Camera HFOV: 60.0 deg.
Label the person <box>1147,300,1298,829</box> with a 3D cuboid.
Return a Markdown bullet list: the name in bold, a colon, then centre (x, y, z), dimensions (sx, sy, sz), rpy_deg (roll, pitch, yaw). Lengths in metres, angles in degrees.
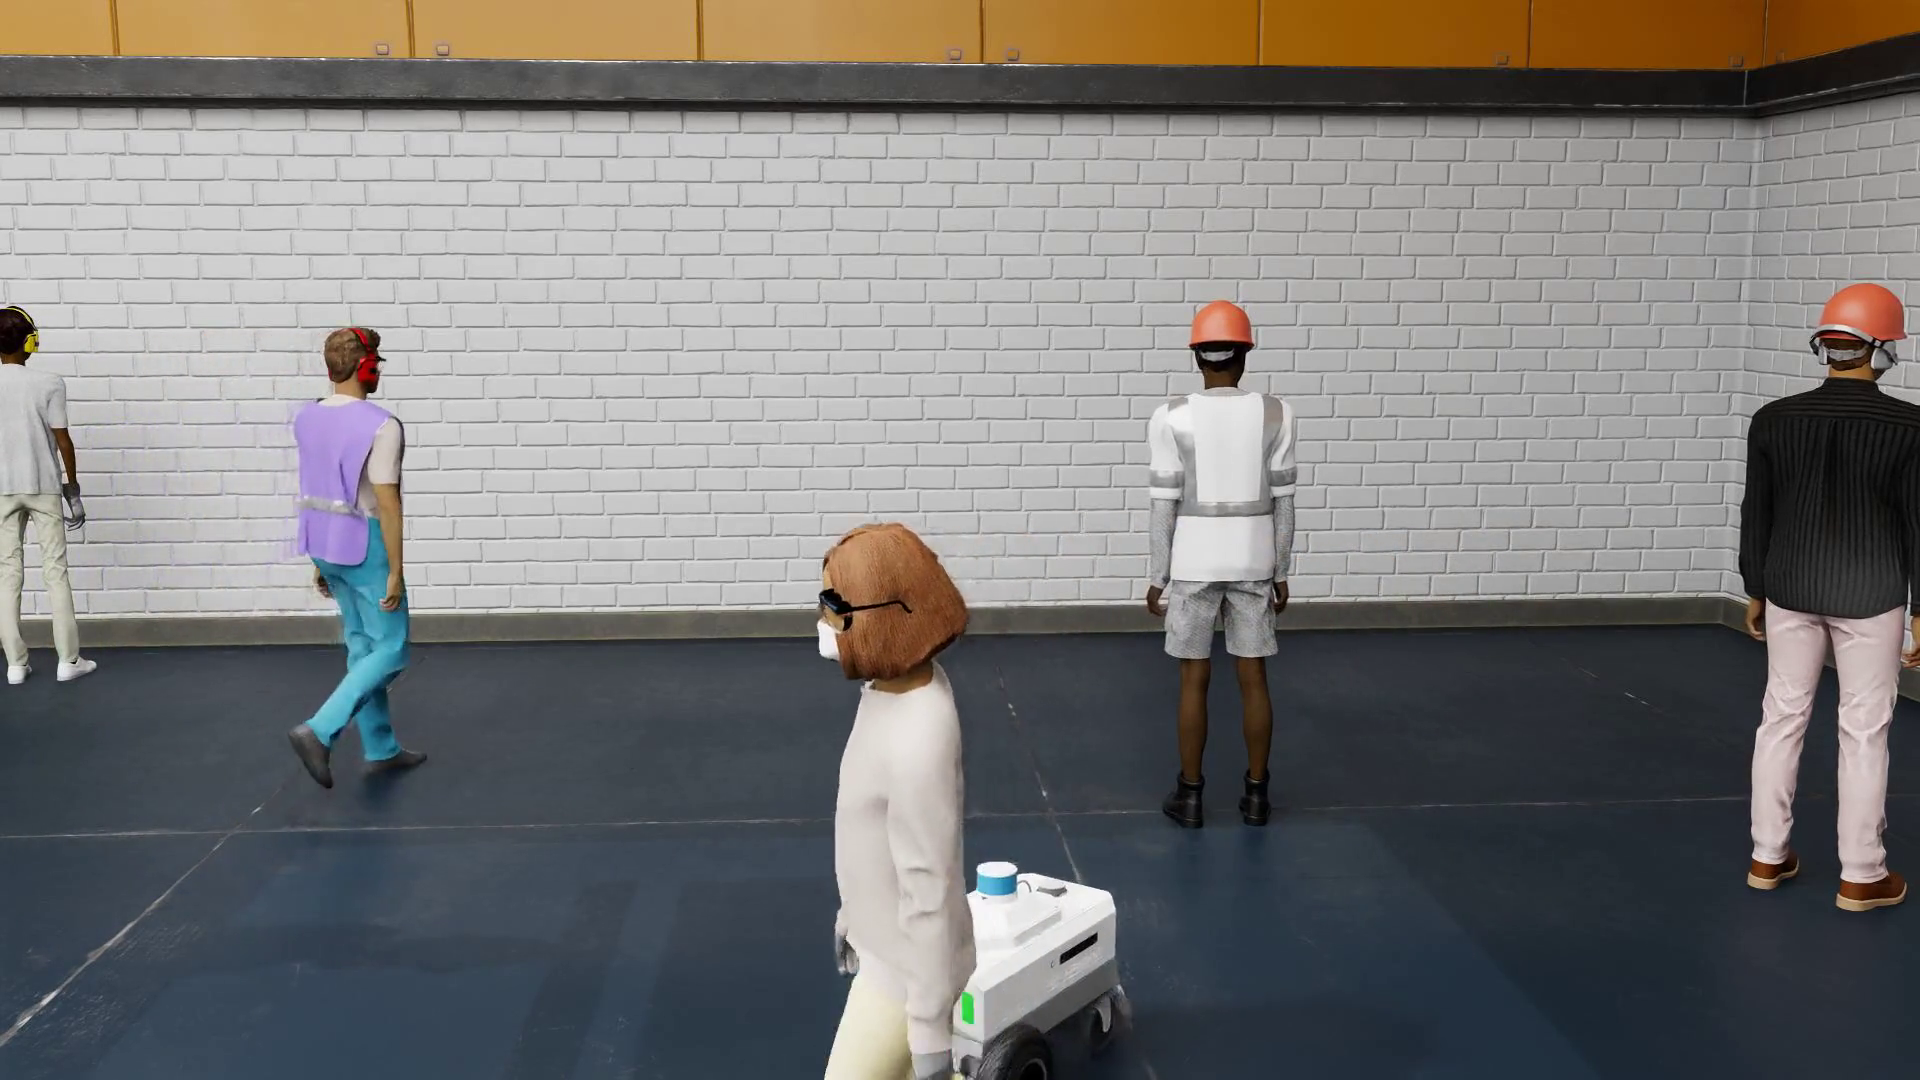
- **person**: centre (0.947, 0.097, 6.097), dimensions (0.542, 1.930, 0.375), rpy_deg (0, 9, -2)

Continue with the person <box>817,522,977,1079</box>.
- **person**: centre (-0.032, 0.754, 2.966), dimensions (0.698, 1.605, 0.505), rpy_deg (0, 9, -2)

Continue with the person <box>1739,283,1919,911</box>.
- **person**: centre (2.822, 0.184, 5.347), dimensions (0.377, 1.995, 0.608), rpy_deg (-8, 12, -42)

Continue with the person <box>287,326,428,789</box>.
- **person**: centre (-2.400, 0.081, 6.522), dimensions (0.567, 1.828, 0.645), rpy_deg (5, 11, 31)

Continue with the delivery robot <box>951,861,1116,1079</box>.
- **delivery robot**: centre (0.092, 1.046, 4.145), dimensions (0.477, 0.478, 0.707), rpy_deg (6, 11, 35)

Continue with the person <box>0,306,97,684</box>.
- **person**: centre (-4.637, -0.218, 8.260), dimensions (0.521, 1.873, 0.328), rpy_deg (-2, 9, -13)
